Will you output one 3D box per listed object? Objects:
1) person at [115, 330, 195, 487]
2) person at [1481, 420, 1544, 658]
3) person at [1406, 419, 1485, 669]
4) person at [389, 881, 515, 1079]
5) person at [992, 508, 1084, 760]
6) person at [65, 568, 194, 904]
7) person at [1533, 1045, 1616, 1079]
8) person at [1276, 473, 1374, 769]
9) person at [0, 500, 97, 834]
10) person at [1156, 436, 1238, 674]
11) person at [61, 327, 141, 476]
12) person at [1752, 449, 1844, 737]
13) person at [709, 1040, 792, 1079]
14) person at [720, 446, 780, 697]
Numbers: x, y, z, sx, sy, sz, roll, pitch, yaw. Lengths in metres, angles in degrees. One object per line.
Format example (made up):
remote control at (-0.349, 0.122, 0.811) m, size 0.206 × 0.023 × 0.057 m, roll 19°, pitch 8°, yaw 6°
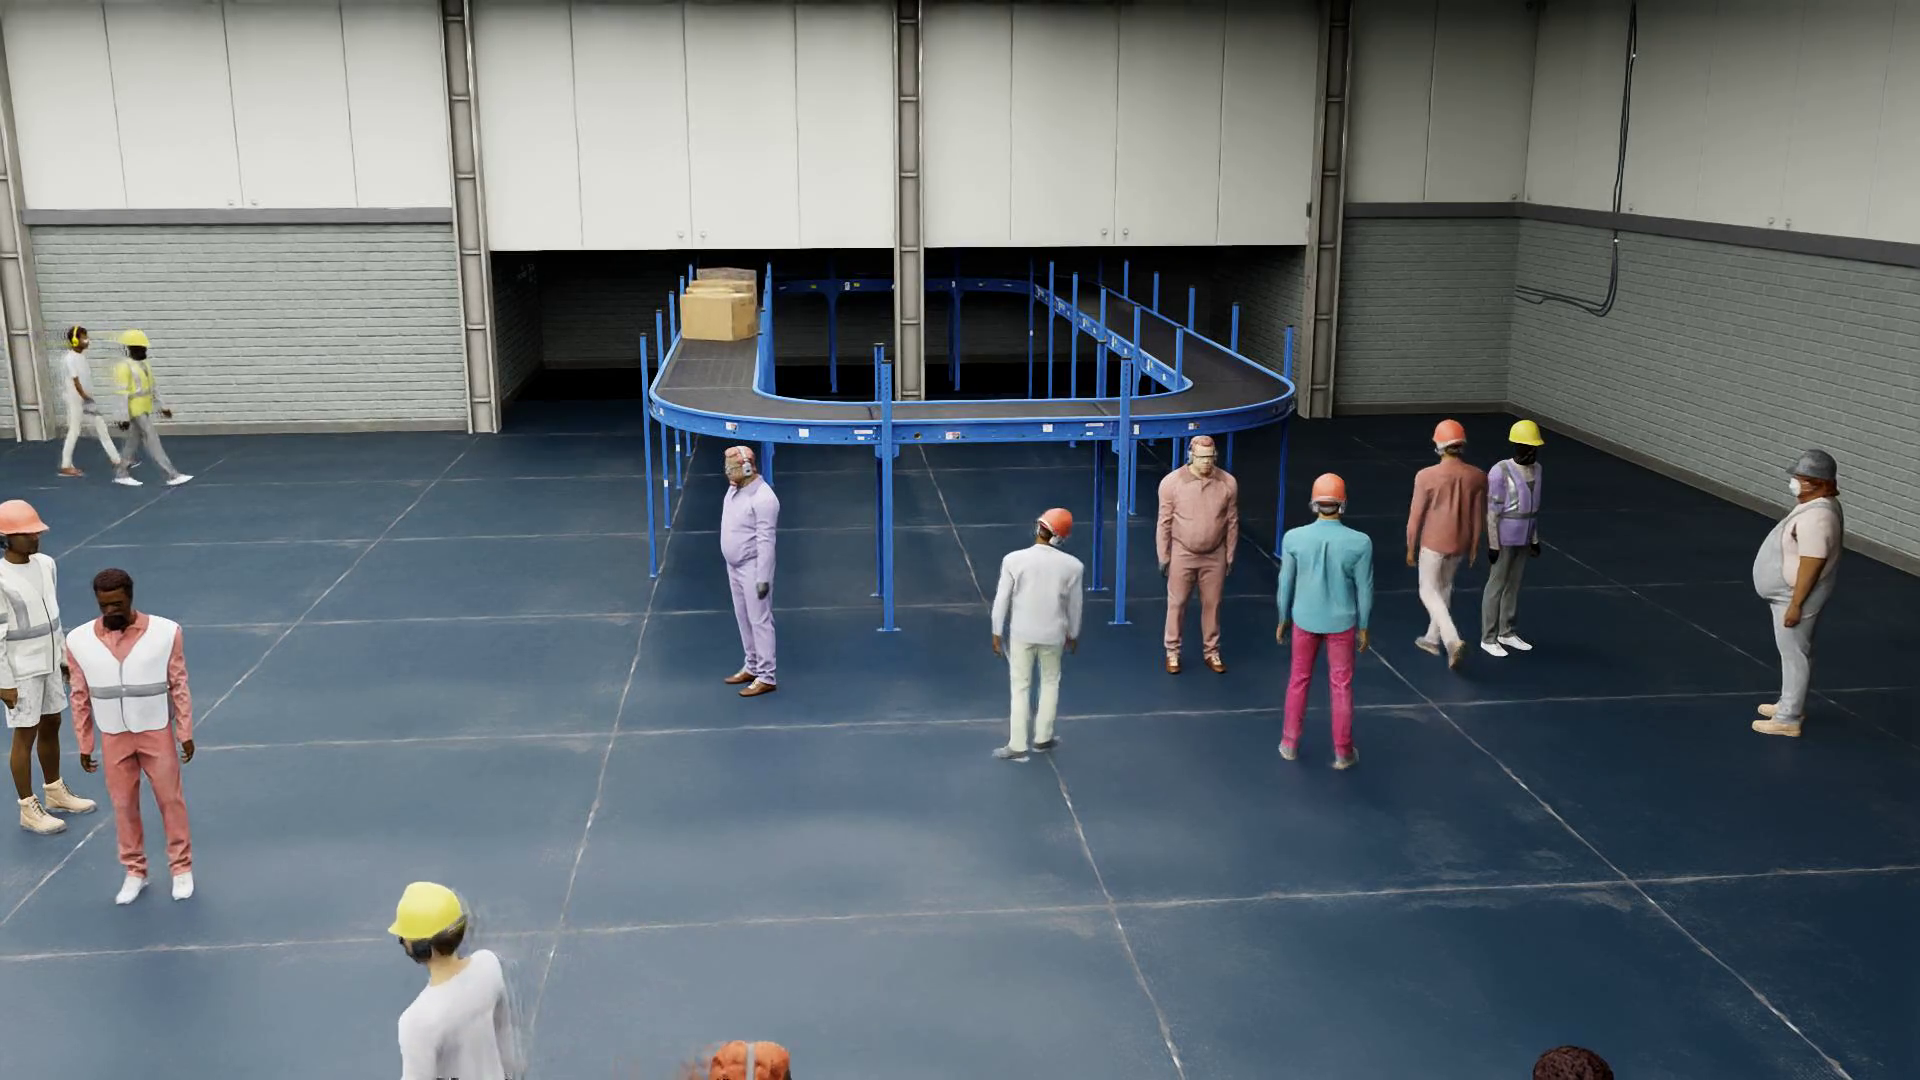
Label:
person at (-9.647, -1.547, 19.676) m, size 0.984 × 1.873 × 0.607 m, roll -1°, pitch 14°, yaw -3°
person at (4.494, -0.022, 13.470) m, size 0.585 × 1.929 × 0.371 m, roll -9°, pitch 17°, yaw -33°
person at (3.869, 0.032, 13.187) m, size 0.624 × 1.969 × 0.846 m, roll -4°, pitch 14°, yaw -14°
person at (-1.658, 2.003, 5.740) m, size 0.563 × 1.744 × 0.558 m, roll 4°, pitch 15°, yaw 17°
person at (0.528, 0.637, 11.297) m, size 0.637 × 1.703 × 0.445 m, roll -1°, pitch 14°, yaw -6°
person at (-4.548, 1.065, 9.172) m, size 0.597 × 1.908 × 0.409 m, roll -4°, pitch 15°, yaw -15°
person at (1.546, 2.223, 4.531) m, size 0.587 × 1.911 × 0.397 m, roll -7°, pitch 16°, yaw -26°
person at (2.439, 0.538, 11.144) m, size 0.650 × 1.977 × 0.433 m, roll 5°, pitch 15°, yaw 19°
person at (-5.625, 0.757, 10.114) m, size 0.365 × 2.047 × 0.608 m, roll 2°, pitch 14°, yaw 7°
person at (1.851, 0.119, 12.972) m, size 0.646 × 1.899 × 0.401 m, roll -1°, pitch 14°, yaw -5°
person at (-10.655, -1.685, 20.344) m, size 0.908 × 1.826 × 0.491 m, roll -1°, pitch 14°, yaw -3°
person at (5.874, 0.355, 11.734) m, size 0.535 × 2.000 × 0.695 m, roll 9°, pitch 16°, yaw 31°
person at (-0.654, 2.227, 4.660) m, size 0.981 × 1.842 × 0.578 m, roll -4°, pitch 15°, yaw -15°
person at (-1.610, 0.221, 12.580) m, size 0.402 × 1.895 × 0.650 m, roll -9°, pitch 17°, yaw -32°
